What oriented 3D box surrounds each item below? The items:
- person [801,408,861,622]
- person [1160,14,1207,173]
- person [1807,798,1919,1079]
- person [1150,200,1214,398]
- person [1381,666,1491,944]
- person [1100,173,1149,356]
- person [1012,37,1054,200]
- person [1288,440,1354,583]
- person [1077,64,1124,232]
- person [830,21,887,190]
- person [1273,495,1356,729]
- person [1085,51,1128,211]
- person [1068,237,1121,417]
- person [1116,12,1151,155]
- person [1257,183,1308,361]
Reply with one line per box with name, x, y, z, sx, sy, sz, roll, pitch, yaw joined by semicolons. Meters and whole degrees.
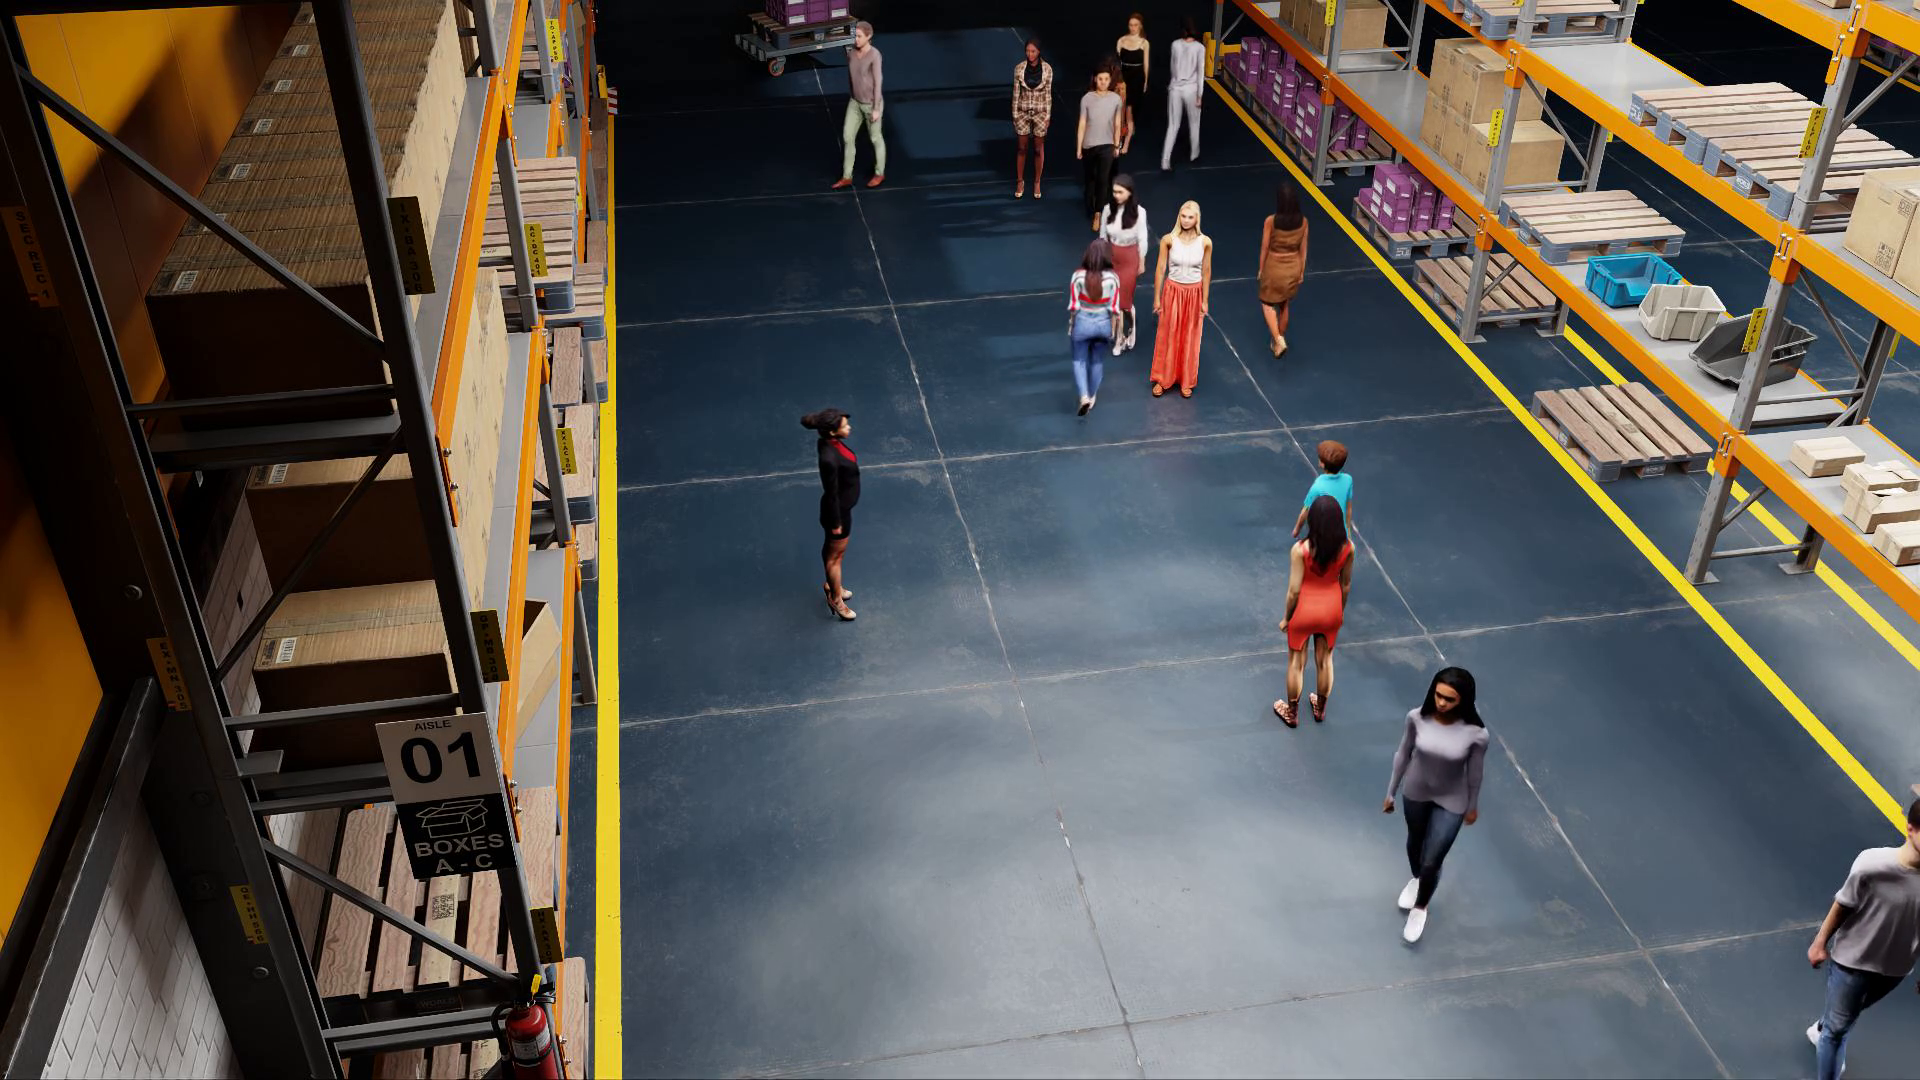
person;-0.868;-0.195;11.661;0.623;1.639;0.551;-3;34;-5
person;2.496;-5.005;18.818;0.977;1.728;1.170;14;36;20
person;4.489;1.970;8.208;0.832;1.858;1.089;2;34;3
person;1.921;-2.082;14.354;0.692;1.802;0.669;3;34;5
person;2.663;1.374;9.232;0.841;1.716;0.902;20;39;27
person;1.497;-2.500;15.038;0.710;1.740;0.768;20;38;27
person;0.786;-4.607;18.161;0.646;1.793;0.633;4;34;5
person;2.595;-0.002;11.562;0.714;1.429;0.890;-20;39;-28
person;1.472;-4.216;17.666;0.863;1.690;1.186;5;34;8
person;-0.985;-4.837;18.453;1.023;1.852;1.076;22;39;29
person;2.260;0.468;10.591;0.570;1.721;0.514;-6;34;-9
person;1.526;-4.365;17.898;1.121;1.680;1.278;13;36;19
person;1.115;-1.766;14.063;0.705;1.598;0.894;2;34;2
person;2.023;-5.383;19.499;0.832;1.604;1.021;8;34;12
person;2.876;-2.339;14.865;0.573;1.664;0.834;-3;34;-5
